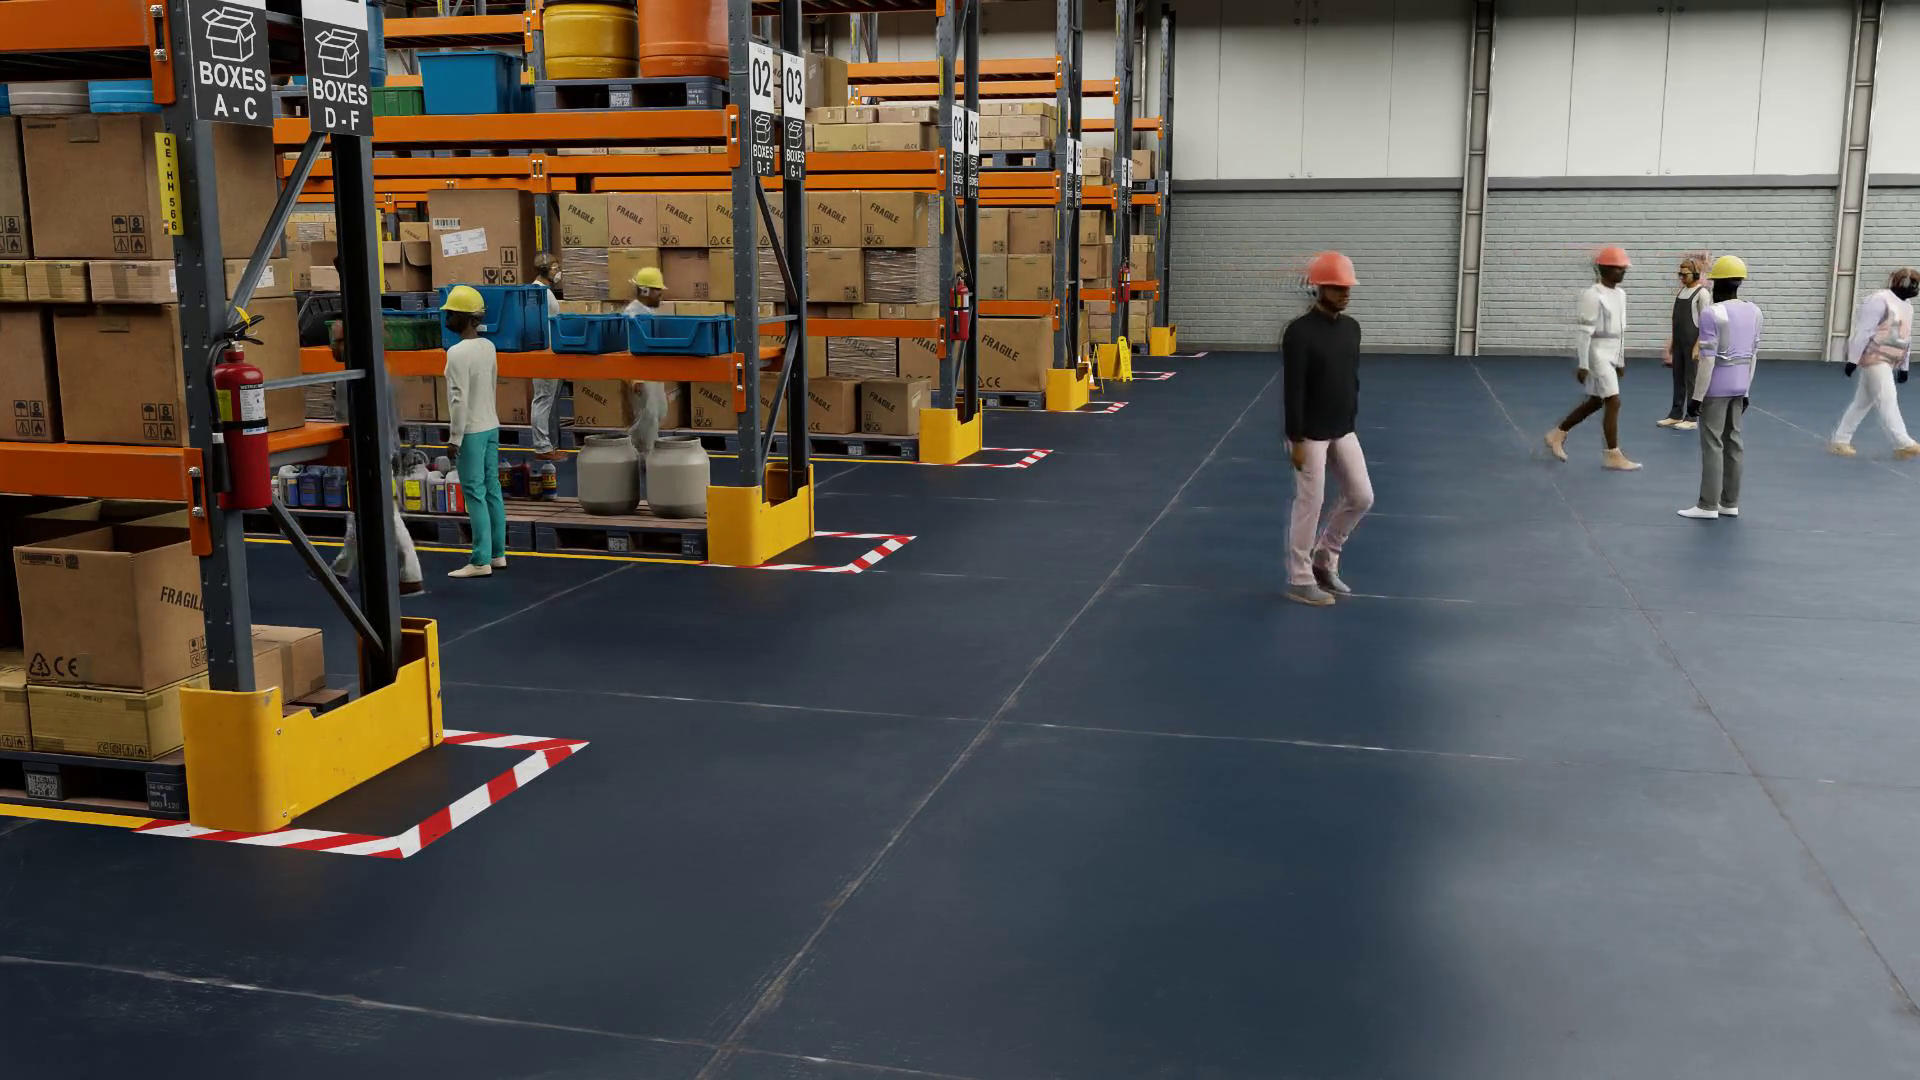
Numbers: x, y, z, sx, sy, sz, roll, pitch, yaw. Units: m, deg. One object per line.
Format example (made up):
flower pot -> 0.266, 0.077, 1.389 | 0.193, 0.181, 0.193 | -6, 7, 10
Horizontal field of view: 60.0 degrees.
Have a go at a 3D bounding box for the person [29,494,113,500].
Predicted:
person -> -5.146, -0.600, 9.437 | 0.925, 1.893, 0.573 | 2, 10, 9

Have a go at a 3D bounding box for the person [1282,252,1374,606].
person -> 2.039, -0.602, 9.250 | 0.646, 1.972, 0.460 | -8, 13, -36

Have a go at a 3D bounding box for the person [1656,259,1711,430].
person -> 7.858, -2.112, 17.995 | 0.346, 1.843, 0.506 | -2, 10, -12

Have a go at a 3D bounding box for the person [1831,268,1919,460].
person -> 8.680, -1.641, 15.564 | 0.690, 1.777, 0.936 | -9, 13, -40

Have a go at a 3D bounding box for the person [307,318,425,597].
person -> -3.465, -0.463, 9.495 | 0.829, 1.592, 0.517 | 1, 10, 5

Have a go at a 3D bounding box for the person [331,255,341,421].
person -> -4.696, -1.267, 12.962 | 0.367, 1.966, 0.607 | 3, 11, 17

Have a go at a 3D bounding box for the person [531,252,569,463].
person -> -3.832, -1.677, 15.347 | 0.363, 1.934, 0.626 | -2, 11, -13

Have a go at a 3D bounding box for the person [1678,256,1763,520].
person -> 5.573, -1.108, 12.190 | 0.594, 1.926, 0.366 | -5, 12, -28

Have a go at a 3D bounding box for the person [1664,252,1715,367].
person -> 11.754, -3.629, 26.382 | 1.014, 1.856, 0.644 | 2, 10, 11

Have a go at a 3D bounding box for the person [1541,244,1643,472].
person -> 5.712, -1.644, 14.945 | 0.616, 2.015, 0.950 | -9, 14, -42

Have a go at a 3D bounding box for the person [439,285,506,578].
person -> -2.968, -0.654, 10.112 | 0.300, 1.772, 0.532 | 2, 10, 8

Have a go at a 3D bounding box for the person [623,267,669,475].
person -> -2.763, -1.450, 14.407 | 0.534, 1.814, 0.615 | 1, 10, 6
